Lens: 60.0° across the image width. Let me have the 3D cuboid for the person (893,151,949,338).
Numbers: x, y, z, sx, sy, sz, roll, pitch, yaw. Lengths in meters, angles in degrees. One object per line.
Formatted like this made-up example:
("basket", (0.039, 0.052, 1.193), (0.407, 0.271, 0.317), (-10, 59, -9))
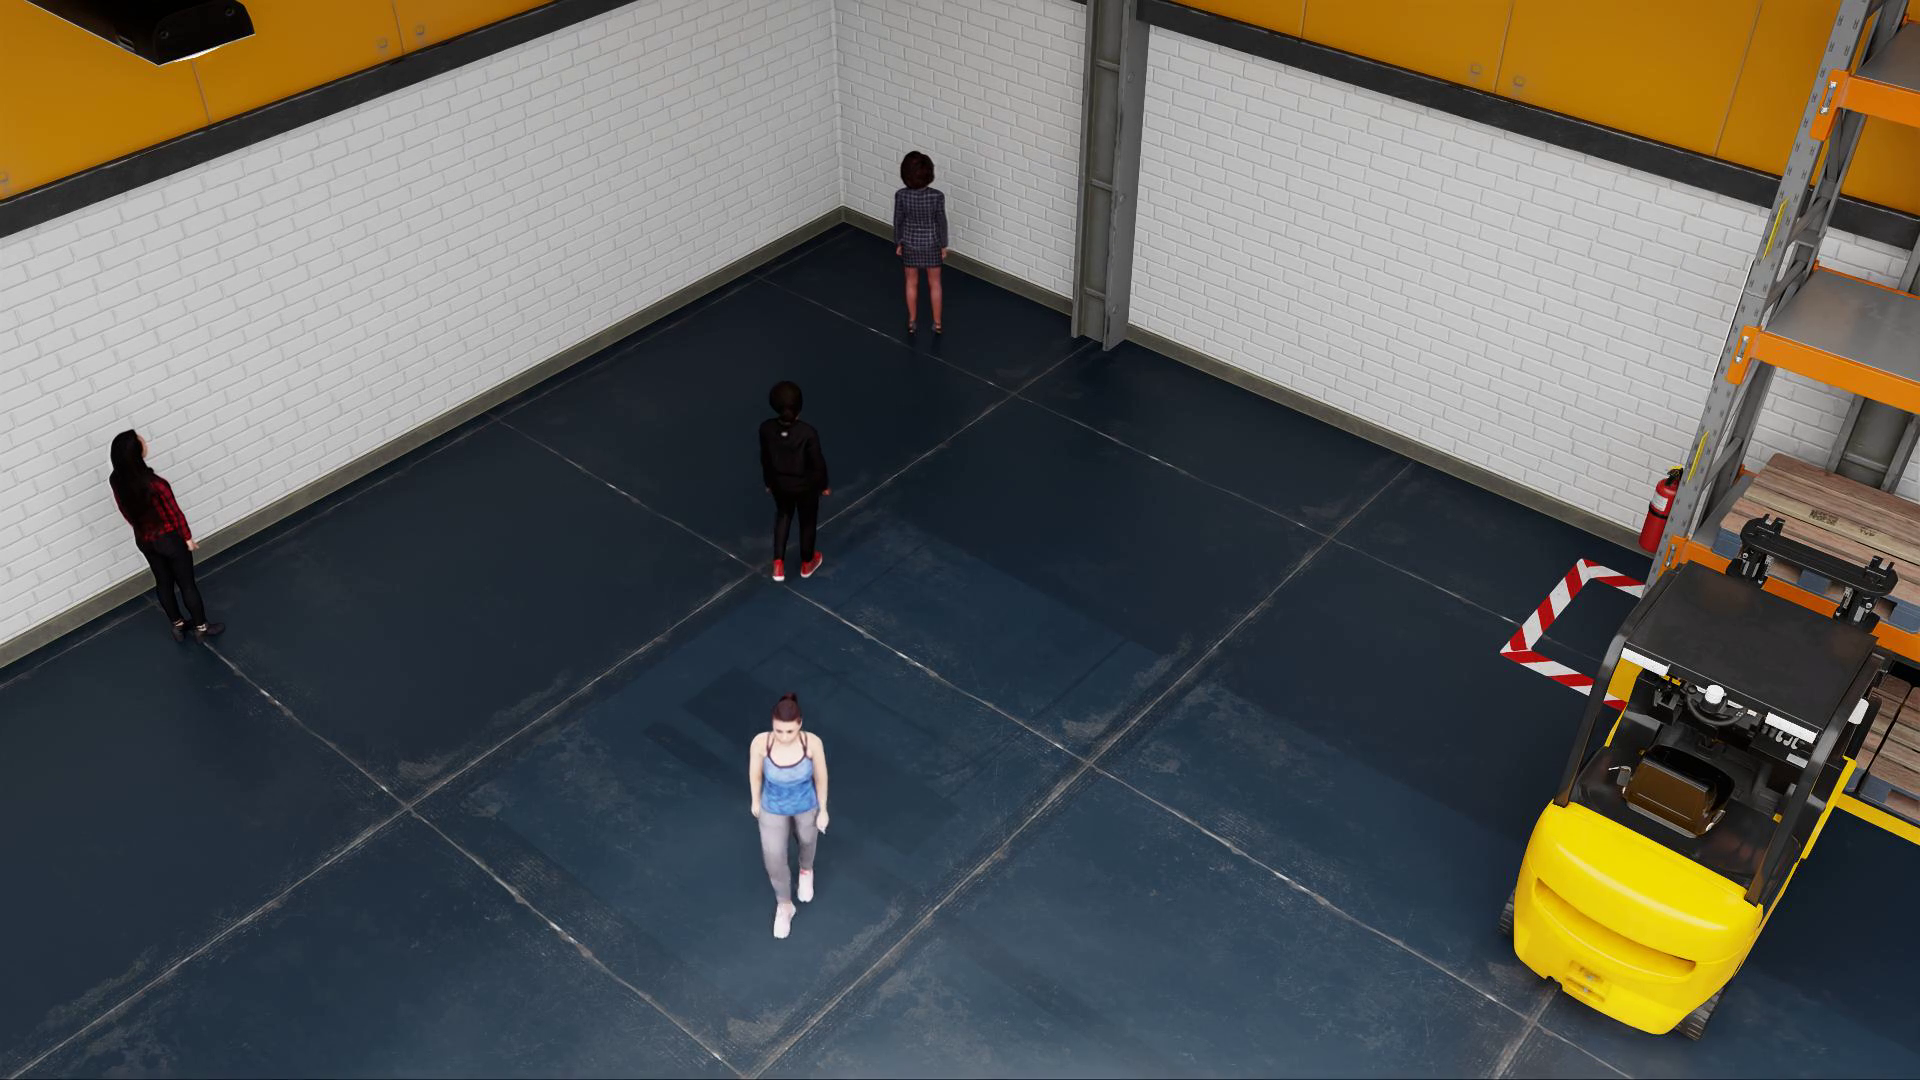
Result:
("person", (-0.324, -2.471, 14.058), (0.662, 1.696, 0.756), (4, 39, 5))

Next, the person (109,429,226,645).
("person", (-5.289, -0.003, 10.999), (0.600, 1.656, 0.723), (9, 39, 11))

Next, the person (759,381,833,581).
("person", (-1.150, -0.352, 11.427), (0.794, 1.668, 0.821), (11, 40, 14))

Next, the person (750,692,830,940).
("person", (-0.936, 1.428, 9.258), (0.835, 1.593, 0.889), (-2, 39, -2))
